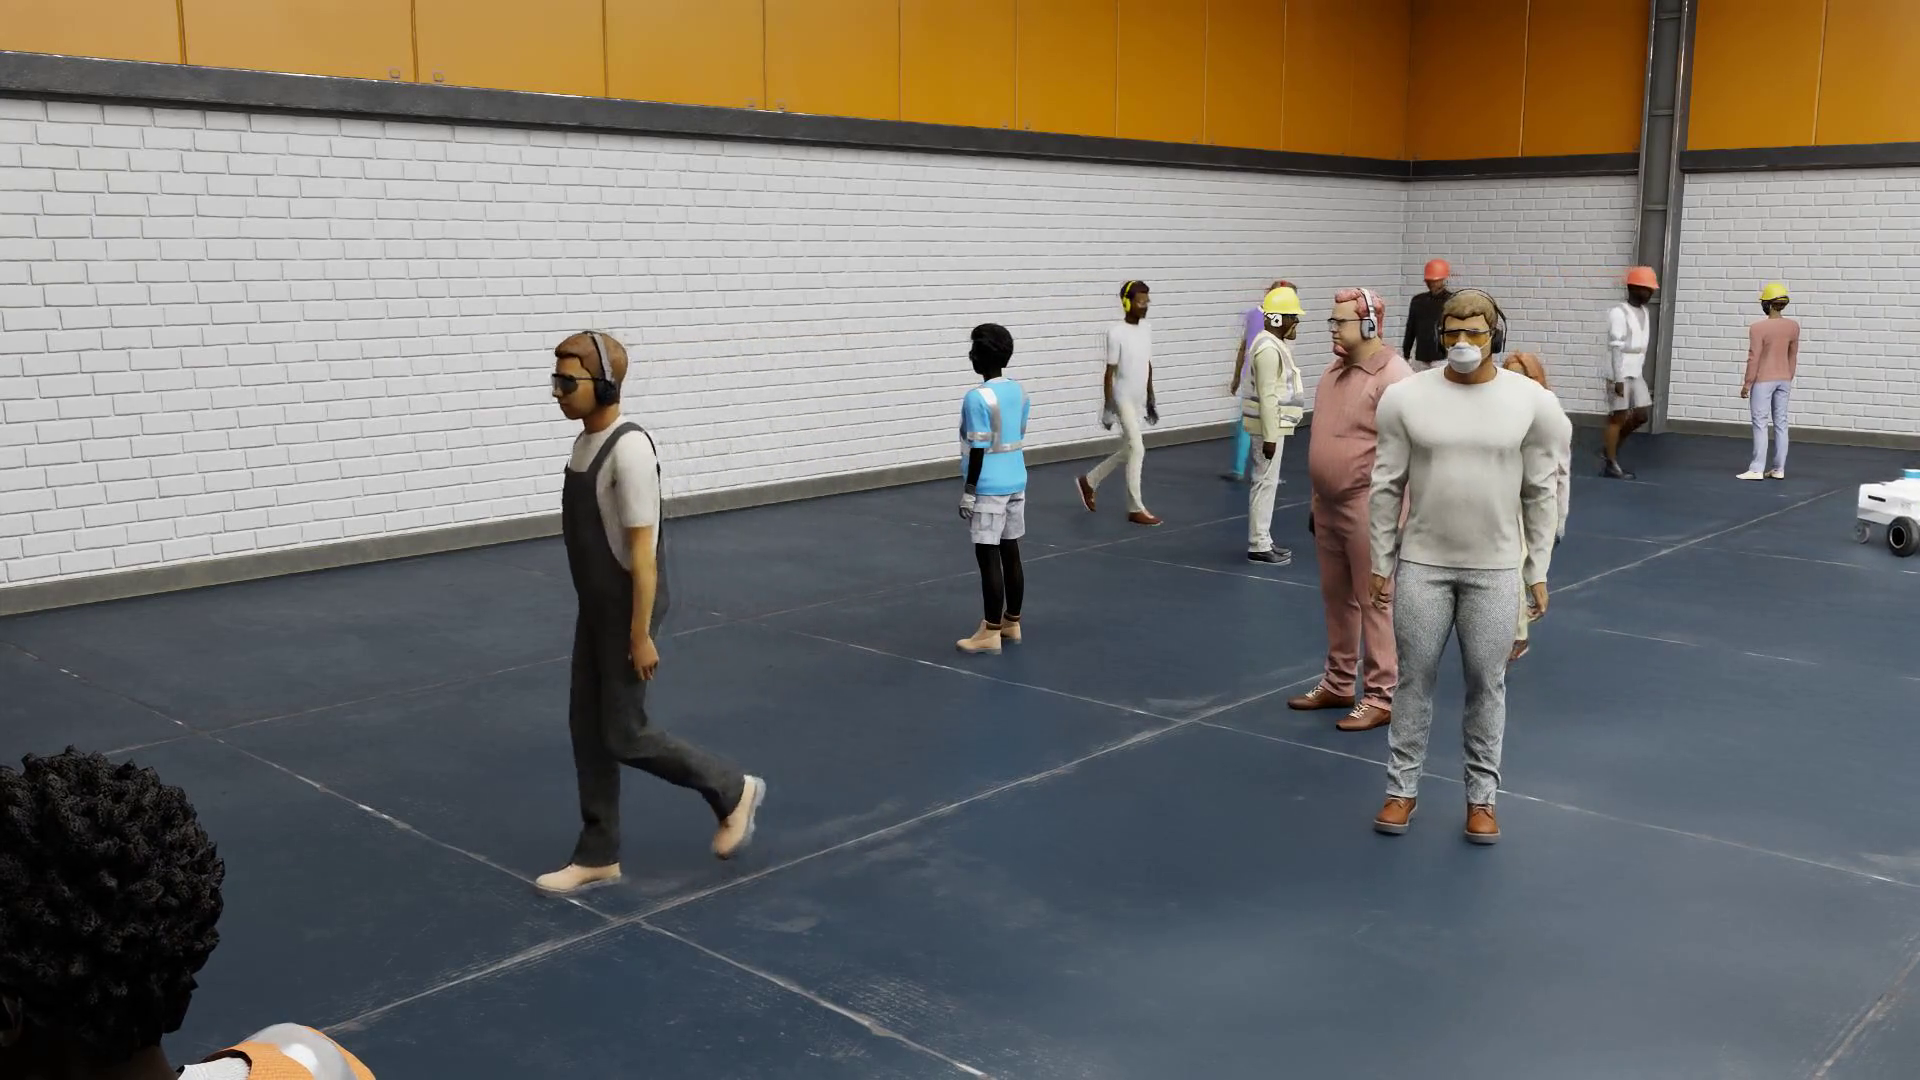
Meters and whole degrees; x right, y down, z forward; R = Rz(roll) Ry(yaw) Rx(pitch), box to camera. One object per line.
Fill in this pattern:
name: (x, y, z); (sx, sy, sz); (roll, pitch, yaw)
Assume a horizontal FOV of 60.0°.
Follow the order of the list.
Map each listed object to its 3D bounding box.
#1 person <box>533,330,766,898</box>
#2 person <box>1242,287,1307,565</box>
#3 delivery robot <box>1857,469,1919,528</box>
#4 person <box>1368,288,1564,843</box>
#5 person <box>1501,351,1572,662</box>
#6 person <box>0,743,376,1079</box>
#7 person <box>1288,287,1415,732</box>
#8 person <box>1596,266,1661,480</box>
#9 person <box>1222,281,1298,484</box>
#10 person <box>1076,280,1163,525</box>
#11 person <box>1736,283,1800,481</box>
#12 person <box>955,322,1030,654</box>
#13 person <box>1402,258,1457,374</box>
person: (-1.034, 0.237, 5.346); (0.674, 1.828, 0.514); (-6, 12, -30)
person: (2.059, -0.745, 10.953); (0.403, 1.825, 0.592); (2, 10, 11)
delivery robot: (6.522, -0.241, 11.413); (0.477, 0.478, 0.707); (-1, 10, -8)
person: (1.745, 0.096, 5.822); (0.635, 1.937, 0.354); (3, 11, 19)
person: (2.679, -0.121, 8.075); (0.500, 1.585, 0.898); (9, 13, 40)
person: (-0.658, 0.998, 1.399); (0.320, 1.694, 0.531); (3, 10, 18)
person: (1.701, -0.132, 7.217); (0.401, 1.907, 0.648); (-4, 11, -20)
person: (5.999, -1.494, 14.933); (0.563, 1.917, 0.449); (-7, 12, -33)
person: (2.648, -1.375, 14.630); (0.369, 1.792, 0.765); (-7, 12, -35)
person: (1.229, -1.051, 12.643); (0.778, 1.842, 0.520); (7, 12, 36)
person: (7.222, -1.405, 14.861); (0.523, 1.769, 0.313); (-3, 10, -17)
person: (0.166, -0.264, 8.558); (0.319, 1.698, 0.532); (5, 11, 28)
person: (4.729, -1.832, 16.701); (0.469, 1.967, 0.649); (-8, 13, -38)
